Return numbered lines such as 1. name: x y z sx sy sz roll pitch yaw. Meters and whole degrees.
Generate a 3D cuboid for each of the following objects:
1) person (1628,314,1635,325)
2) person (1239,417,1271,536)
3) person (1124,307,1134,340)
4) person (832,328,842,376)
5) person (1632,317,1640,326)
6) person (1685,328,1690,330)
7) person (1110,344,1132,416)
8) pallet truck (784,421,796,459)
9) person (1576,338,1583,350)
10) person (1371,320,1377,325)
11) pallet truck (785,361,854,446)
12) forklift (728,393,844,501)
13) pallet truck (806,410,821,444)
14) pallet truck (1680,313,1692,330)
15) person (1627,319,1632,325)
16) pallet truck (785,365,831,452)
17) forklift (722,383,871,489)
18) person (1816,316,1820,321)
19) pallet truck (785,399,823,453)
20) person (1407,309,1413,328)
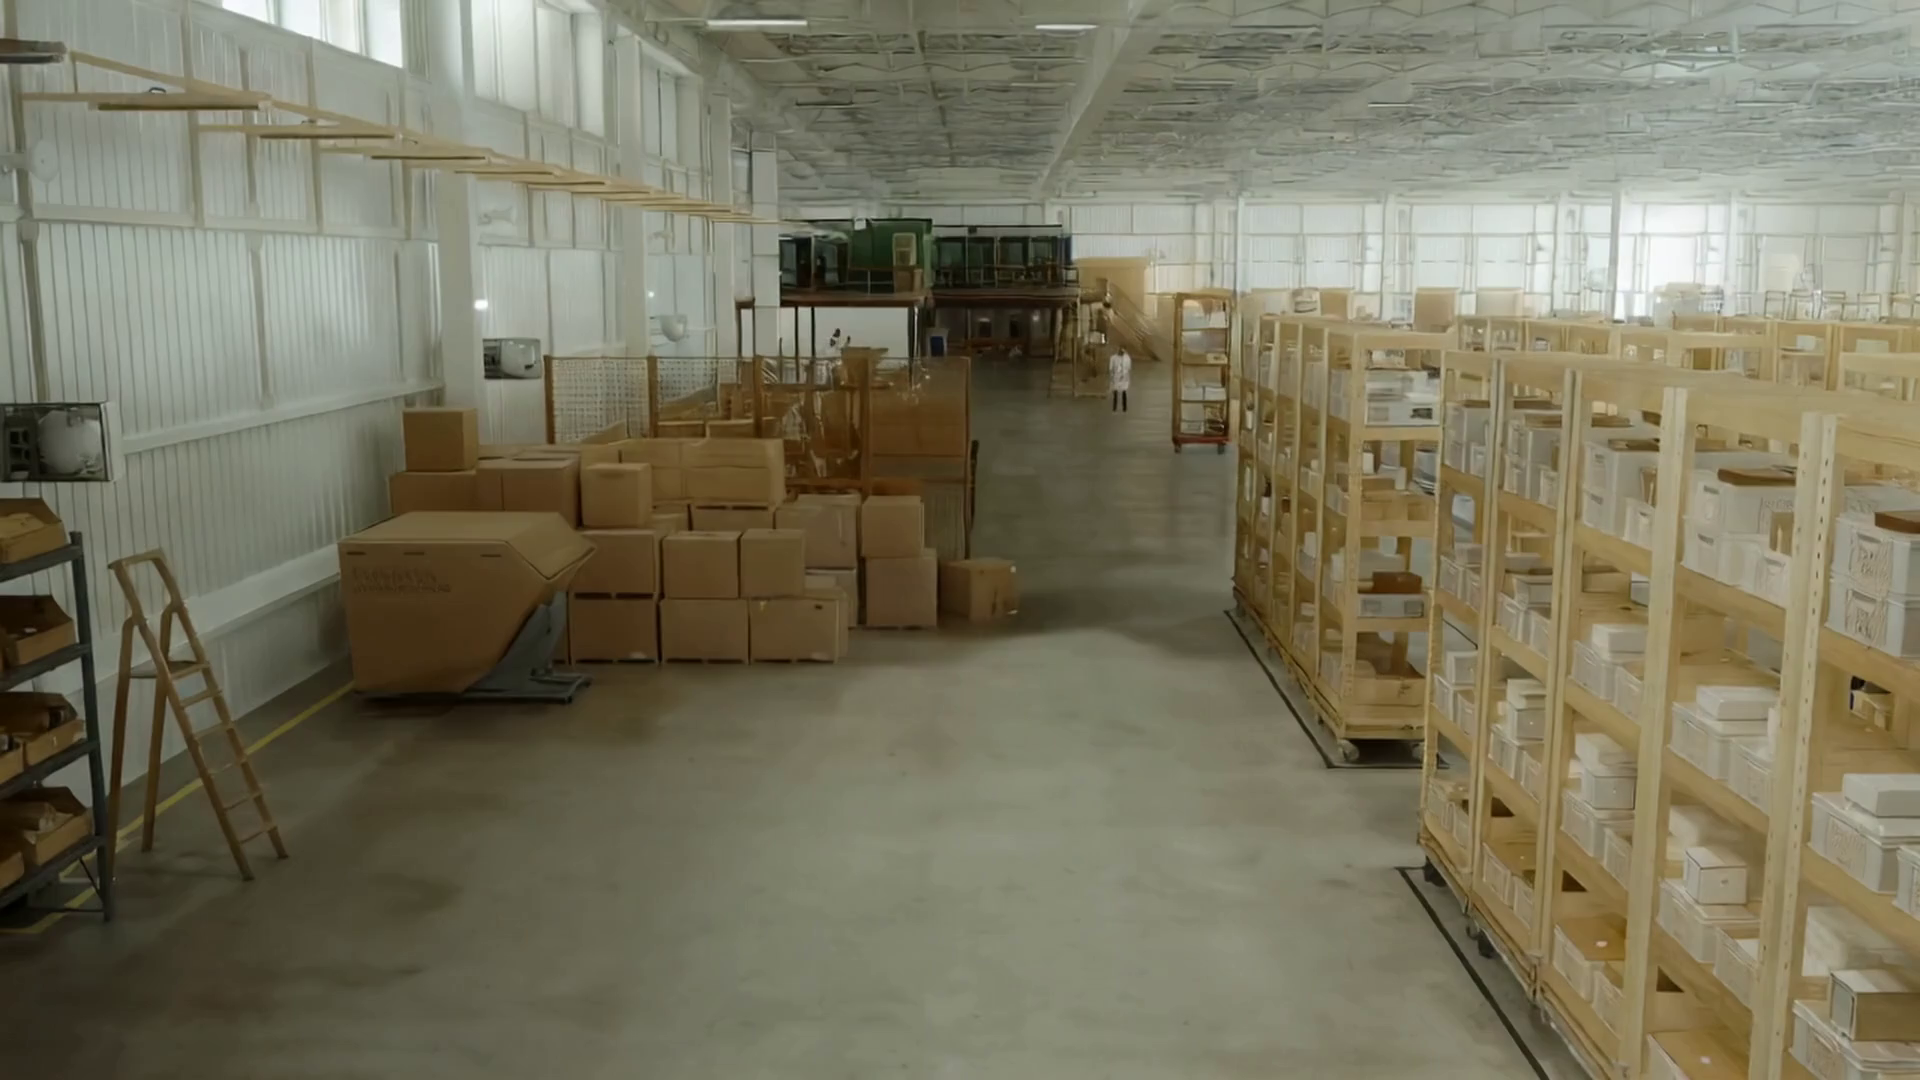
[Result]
1. person: 35.121 -10.929 87.288 0.938 1.793 0.639 7 12 39
2. person: 4.678 -0.948 25.514 0.637 1.879 0.882 -7 11 -35
3. person: 9.953 -12.746 98.053 0.602 1.949 0.389 -4 10 -22
4. person: -4.776 -7.311 64.758 0.433 1.867 0.604 -6 11 -34
5. person: 31.742 -9.506 78.163 0.593 1.922 0.400 0 9 -1
6. person: 26.667 -6.788 61.164 0.388 1.994 0.608 -4 10 -24
7. person: 4.554 -4.541 47.149 0.612 2.041 0.394 2 9 11
8. pallet truck: -4.013 -1.793 32.705 1.601 1.201 0.680 0 9 1
9. person: 24.808 -7.807 67.302 0.683 2.000 0.538 2 9 12
10. person: 18.672 -9.022 75.288 1.006 1.889 0.564 -5 10 -28
11. pallet truck: -3.410 -3.193 38.978 1.885 1.965 0.823 0 9 -1
12. forklift: -2.979 -1.316 26.476 2.680 1.987 1.157 0 9 1
13. pallet truck: -3.559 -2.018 33.905 1.522 1.261 0.704 0 9 -1
14. pallet truck: 36.315 -10.531 84.244 0.823 1.965 1.885 -6 11 -33
15. person: 33.479 -10.223 83.272 0.434 1.685 0.547 -9 13 -43
16. pallet truck: -3.774 -2.976 37.635 1.885 1.965 0.823 1 9 5
17. forklift: -2.893 -1.687 28.729 2.680 1.987 1.157 0 9 -1
18. person: 42.253 -10.139 82.294 0.979 1.861 0.615 -4 10 -25
19. pallet truck: -3.814 -2.432 36.419 1.630 1.274 0.653 0 9 1
20. person: 25.601 -12.181 94.667 0.395 1.920 0.585 6 11 32
